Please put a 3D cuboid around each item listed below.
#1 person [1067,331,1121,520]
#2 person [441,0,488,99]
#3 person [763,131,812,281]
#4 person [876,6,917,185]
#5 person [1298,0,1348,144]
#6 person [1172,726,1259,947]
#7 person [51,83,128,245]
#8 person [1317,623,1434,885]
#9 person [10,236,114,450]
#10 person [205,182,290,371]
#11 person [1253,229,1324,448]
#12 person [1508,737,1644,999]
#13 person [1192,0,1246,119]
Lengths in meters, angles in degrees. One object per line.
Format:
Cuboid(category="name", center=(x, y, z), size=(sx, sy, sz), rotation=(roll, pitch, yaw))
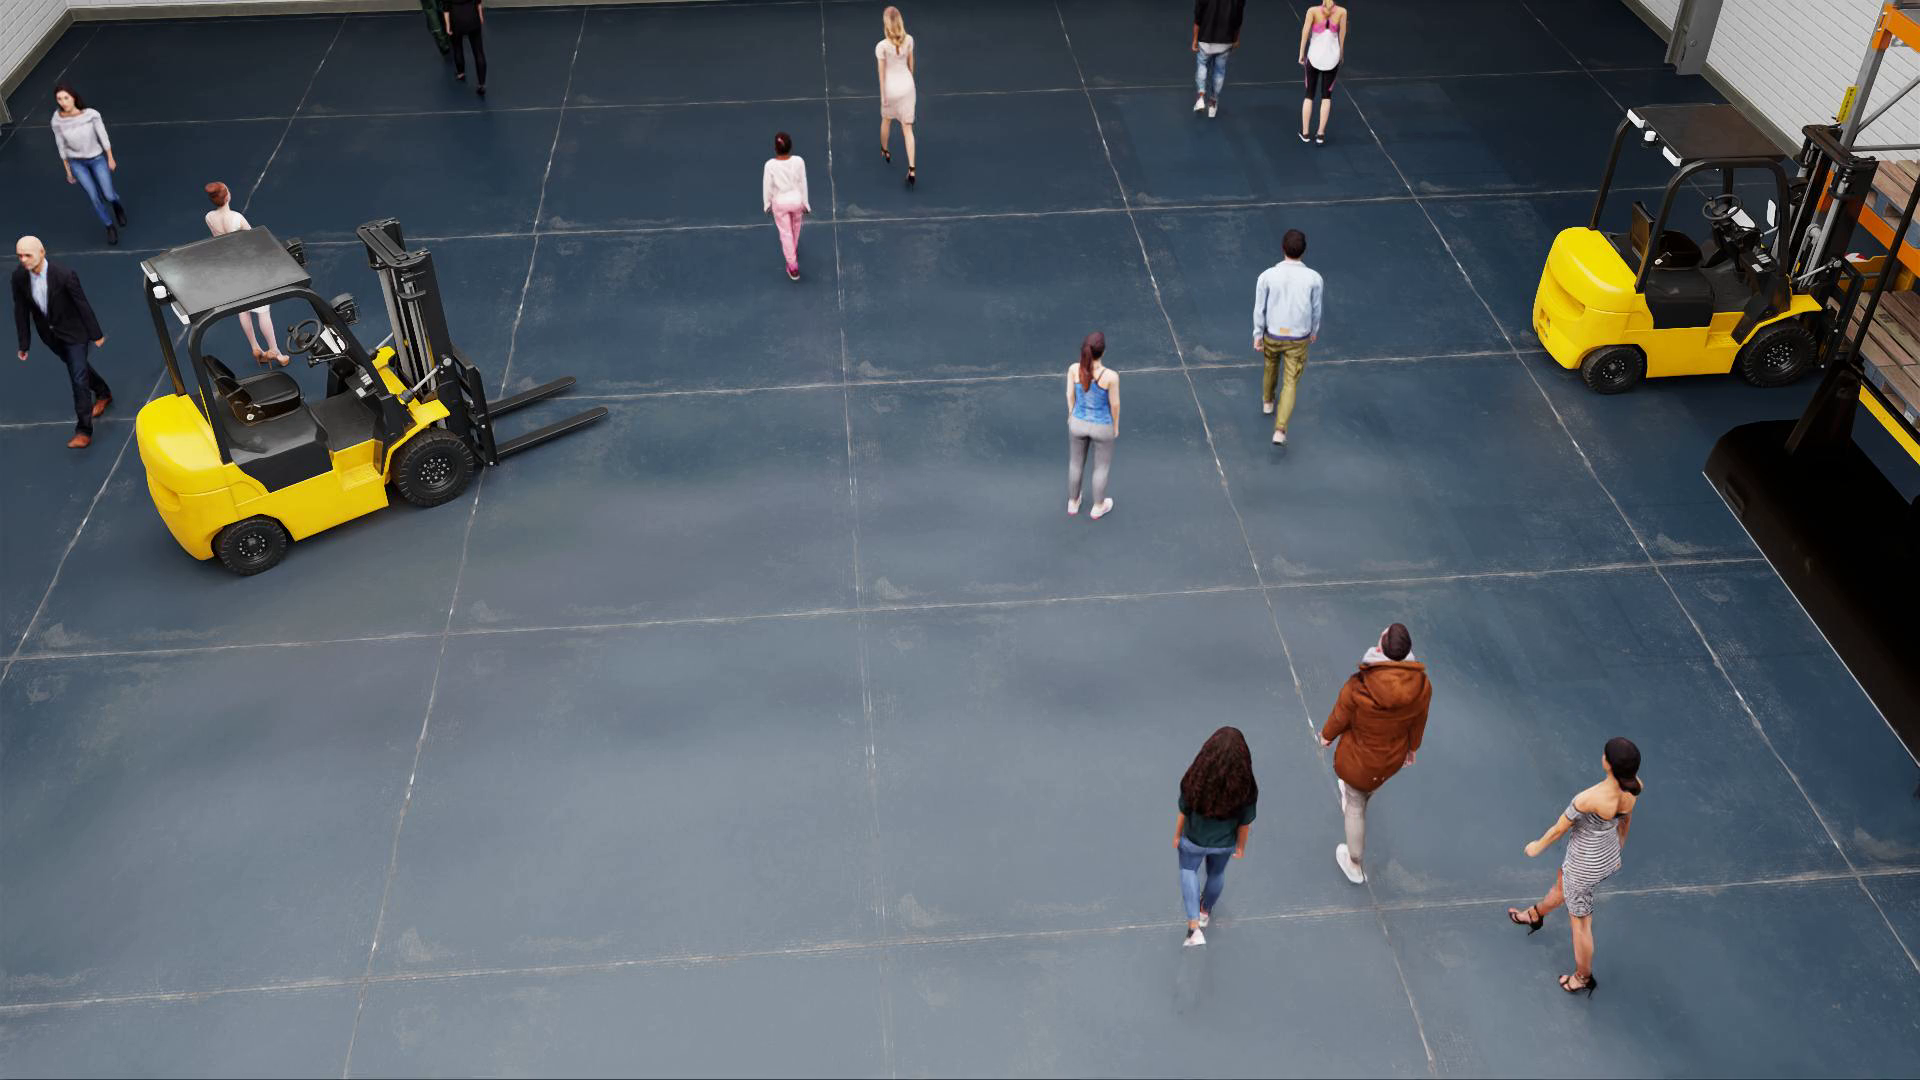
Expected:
Cuboid(category="person", center=(0.994, -0.870, 12.559), size=(0.645, 1.609, 0.663), rotation=(13, 41, 16))
Cuboid(category="person", center=(-5.531, -5.763, 18.665), size=(0.862, 1.634, 1.037), rotation=(-20, 43, -23))
Cuboid(category="person", center=(-1.591, -3.107, 15.509), size=(0.700, 1.423, 0.949), rotation=(-12, 40, -14))
Cuboid(category="person", center=(-0.593, -4.506, 16.969), size=(0.719, 1.788, 1.122), rotation=(-11, 40, -13))
Cuboid(category="person", center=(3.874, -5.077, 17.688), size=(0.688, 1.782, 0.664), rotation=(4, 39, 5))
Cuboid(category="person", center=(1.401, 1.714, 9.327), size=(0.680, 1.604, 0.854), rotation=(4, 39, 5))
Cuboid(category="person", center=(-8.388, -3.644, 16.025), size=(0.675, 1.617, 0.722), rotation=(-12, 40, -14))
Cuboid(category="person", center=(2.427, 1.294, 9.691), size=(0.779, 1.807, 1.026), rotation=(-8, 39, -10))
Cuboid(category="person", center=(-7.221, -1.698, 13.476), size=(0.798, 1.758, 1.199), rotation=(2, 39, 2))
Cuboid(category="person", center=(-6.093, -2.254, 14.152), size=(0.636, 1.783, 0.620), rotation=(12, 40, 15))
Cuboid(category="person", center=(2.615, -1.587, 13.322), size=(0.964, 1.776, 1.263), rotation=(11, 40, 13))
Cuboid(category="person", center=(3.470, 1.842, 9.014), size=(0.836, 1.795, 1.004), rotation=(-22, 43, -25))
Cuboid(category="person", center=(2.804, -5.454, 18.147), size=(0.770, 1.798, 0.758), rotation=(5, 39, 7))
